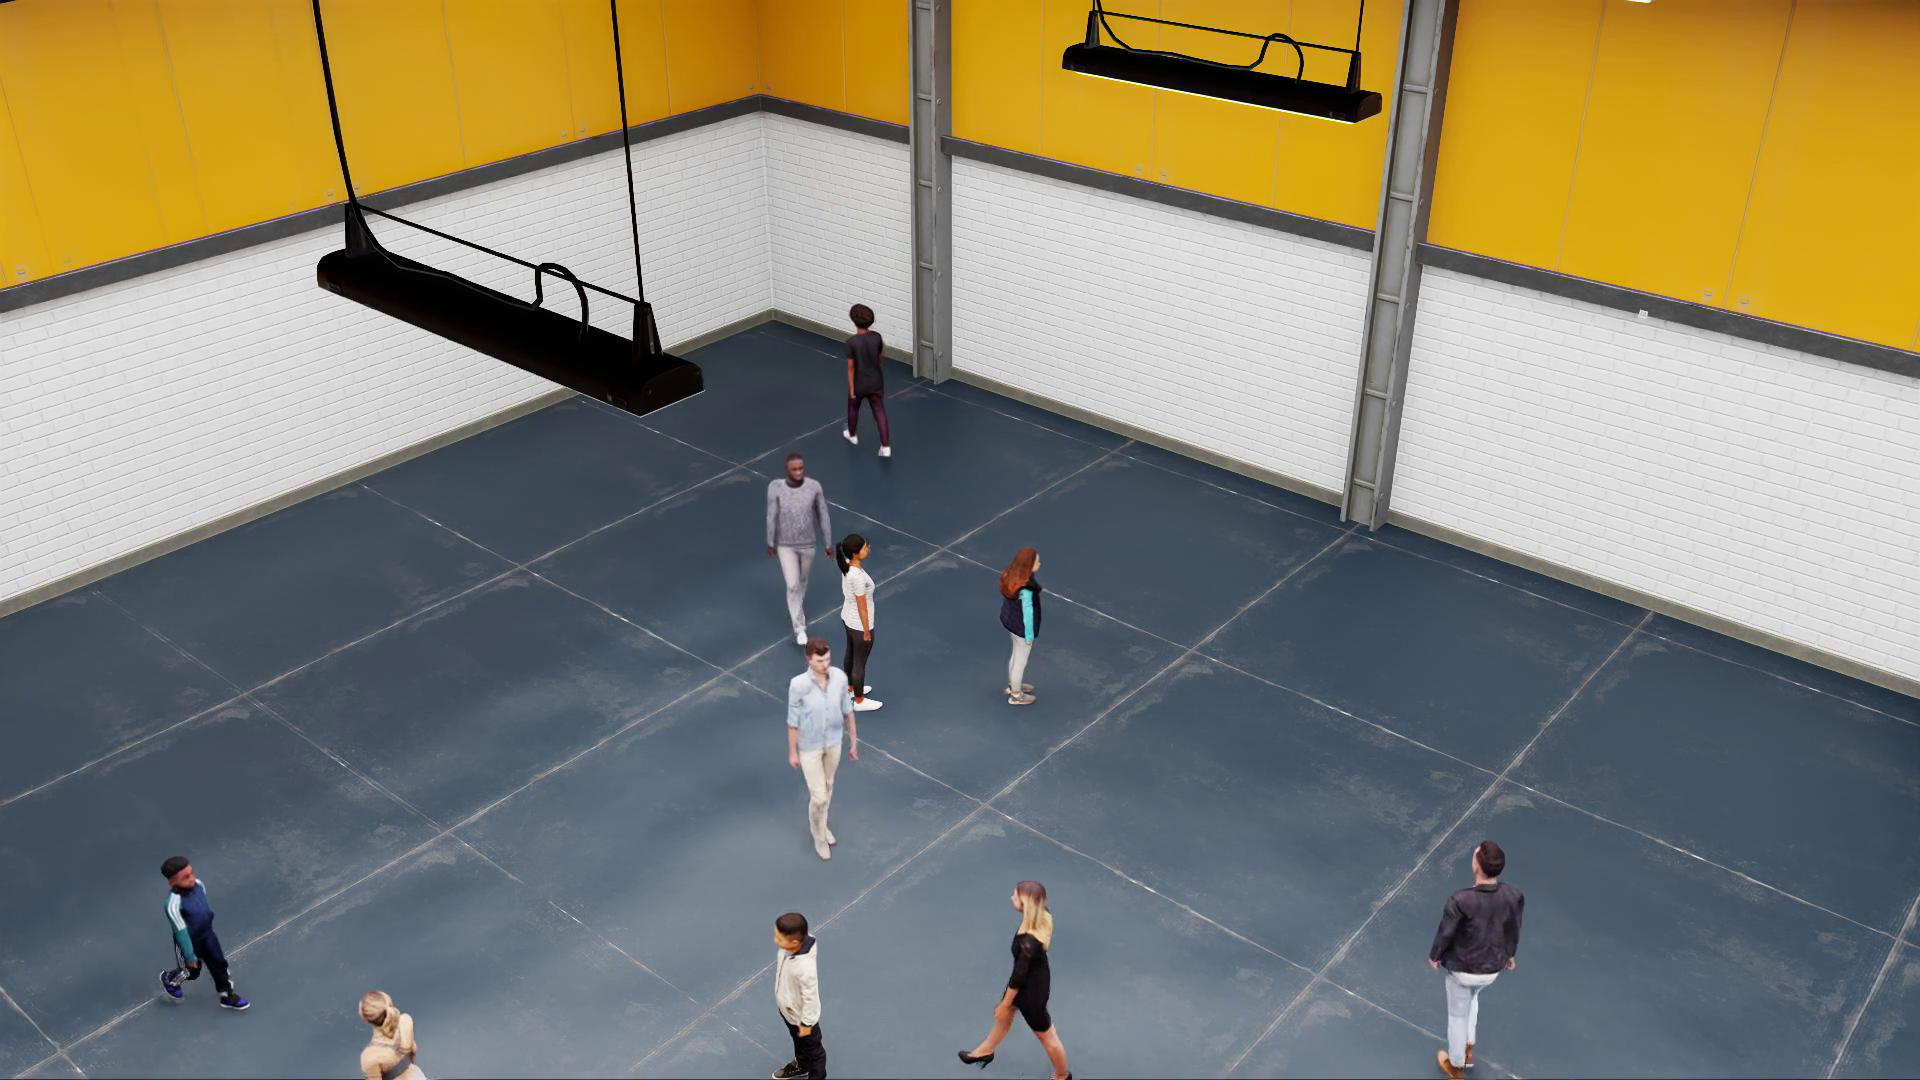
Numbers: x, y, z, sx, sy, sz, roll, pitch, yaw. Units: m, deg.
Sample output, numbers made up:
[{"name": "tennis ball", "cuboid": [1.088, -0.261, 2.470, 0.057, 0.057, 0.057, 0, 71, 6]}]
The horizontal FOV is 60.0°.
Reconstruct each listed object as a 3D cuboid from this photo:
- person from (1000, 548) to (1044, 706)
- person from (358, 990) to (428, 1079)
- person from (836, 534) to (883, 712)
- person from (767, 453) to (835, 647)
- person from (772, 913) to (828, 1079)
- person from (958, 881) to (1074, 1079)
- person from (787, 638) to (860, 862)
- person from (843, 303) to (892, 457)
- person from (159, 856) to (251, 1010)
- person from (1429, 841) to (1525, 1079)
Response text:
[{"name": "person", "cuboid": [0.526, 0.720, 14.261, 0.734, 1.498, 0.669, -4, 29, -7]}, {"name": "person", "cuboid": [-3.085, 3.249, 9.458, 1.183, 1.659, 0.647, 17, 33, 28]}, {"name": "person", "cuboid": [-0.878, 0.685, 14.171, 0.714, 1.646, 0.614, -10, 30, -18]}, {"name": "person", "cuboid": [-1.509, 0.001, 15.262, 1.090, 1.801, 1.244, -8, 30, -15]}, {"name": "person", "cuboid": [-0.991, 2.877, 10.358, 0.705, 1.449, 0.568, -15, 32, -25]}, {"name": "person", "cuboid": [0.527, 2.811, 10.278, 1.066, 1.643, 0.900, 4, 29, 6]}, {"name": "person", "cuboid": [-1.088, 1.486, 12.504, 0.765, 1.836, 0.781, -17, 33, -28]}, {"name": "person", "cuboid": [-1.002, -1.745, 18.511, 0.948, 1.757, 1.207, -12, 31, -21]}, {"name": "person", "cuboid": [-5.132, 2.622, 11.041, 0.901, 1.243, 0.700, 8, 30, 14]}, {"name": "person", "cuboid": [3.223, 2.687, 10.315, 0.778, 1.824, 0.803, -7, 29, -12]}]
